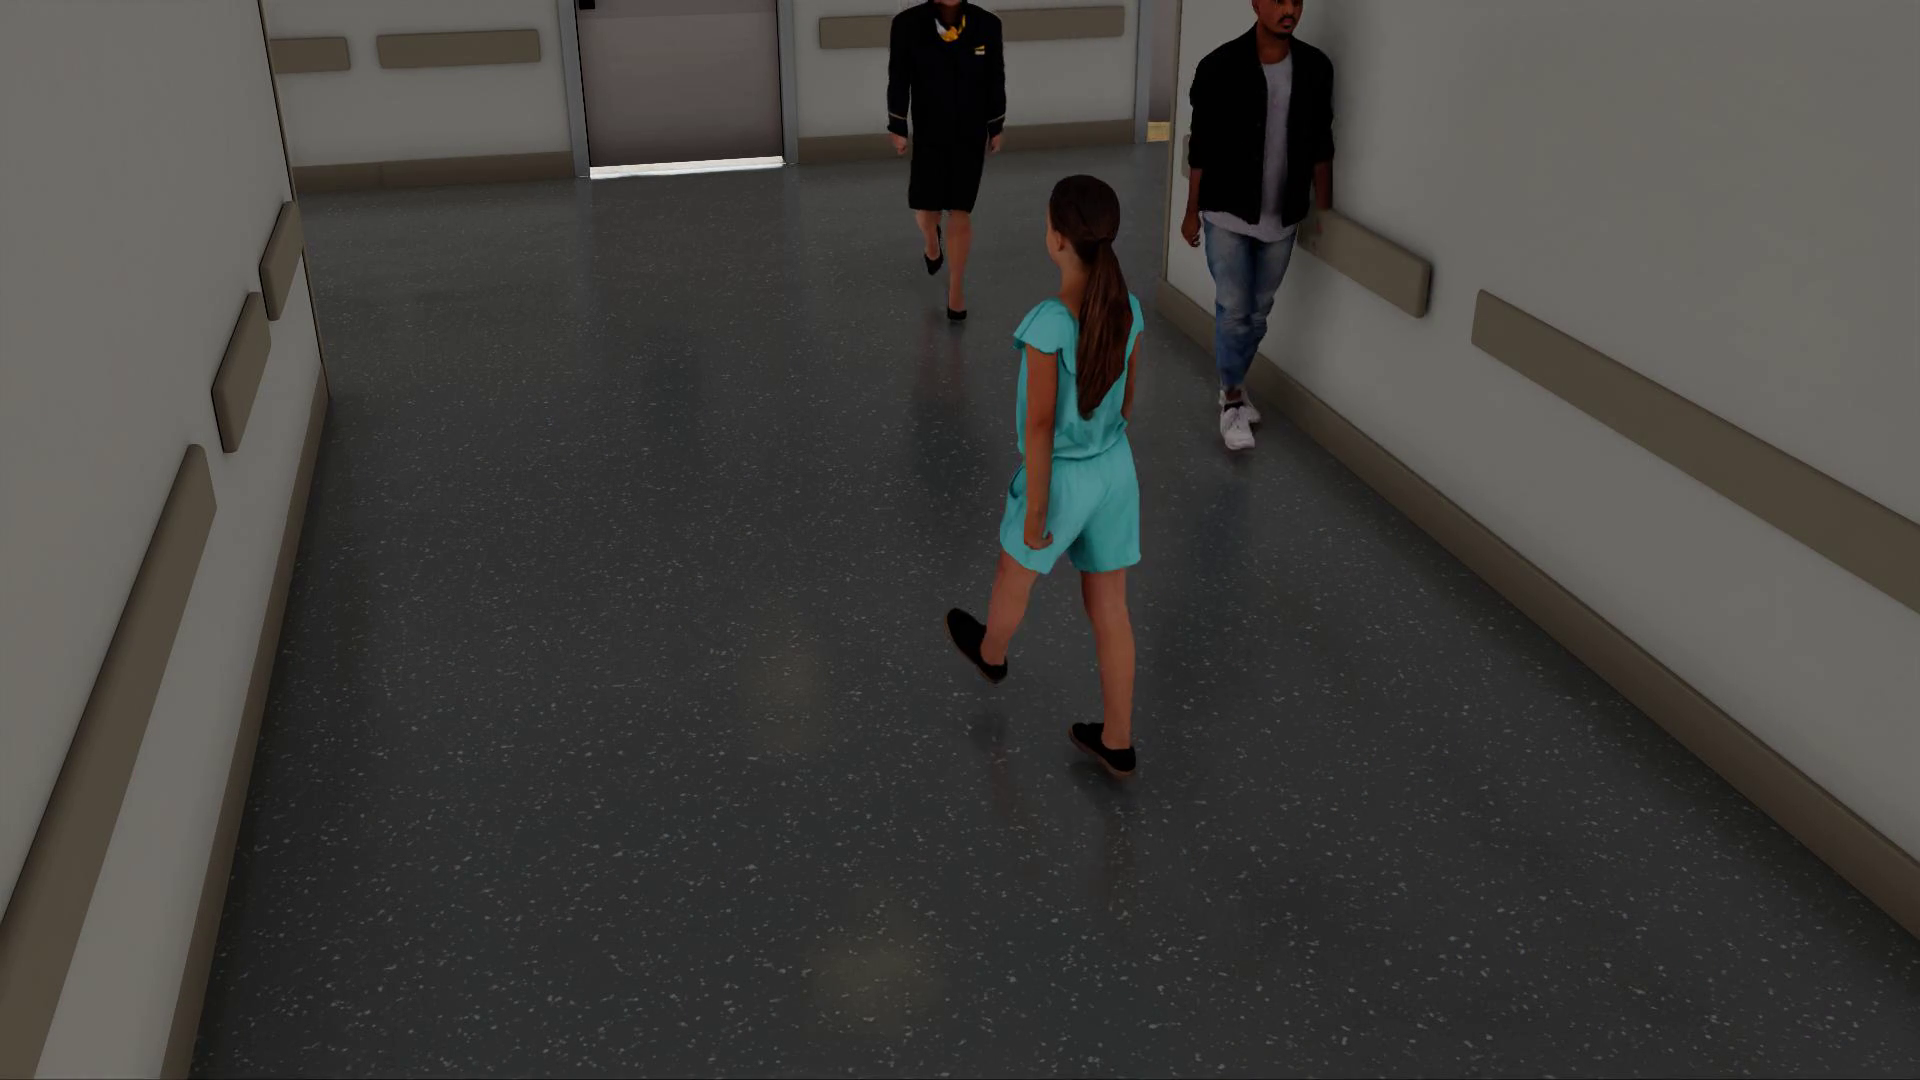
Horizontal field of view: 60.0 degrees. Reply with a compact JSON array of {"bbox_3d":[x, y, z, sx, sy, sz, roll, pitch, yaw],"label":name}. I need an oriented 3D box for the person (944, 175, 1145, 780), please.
[{"bbox_3d":[0.336,-0.106,4.187,1.014,1.517,0.815,-15,30,-28],"label":"person"}]

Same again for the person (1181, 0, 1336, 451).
[{"bbox_3d":[1.088,-1.309,6.364,0.786,1.795,0.787,-5,26,-10],"label":"person"}]

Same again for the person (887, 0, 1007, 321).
[{"bbox_3d":[-0.055,-1.877,7.696,0.843,1.661,0.862,-1,26,-3],"label":"person"}]
